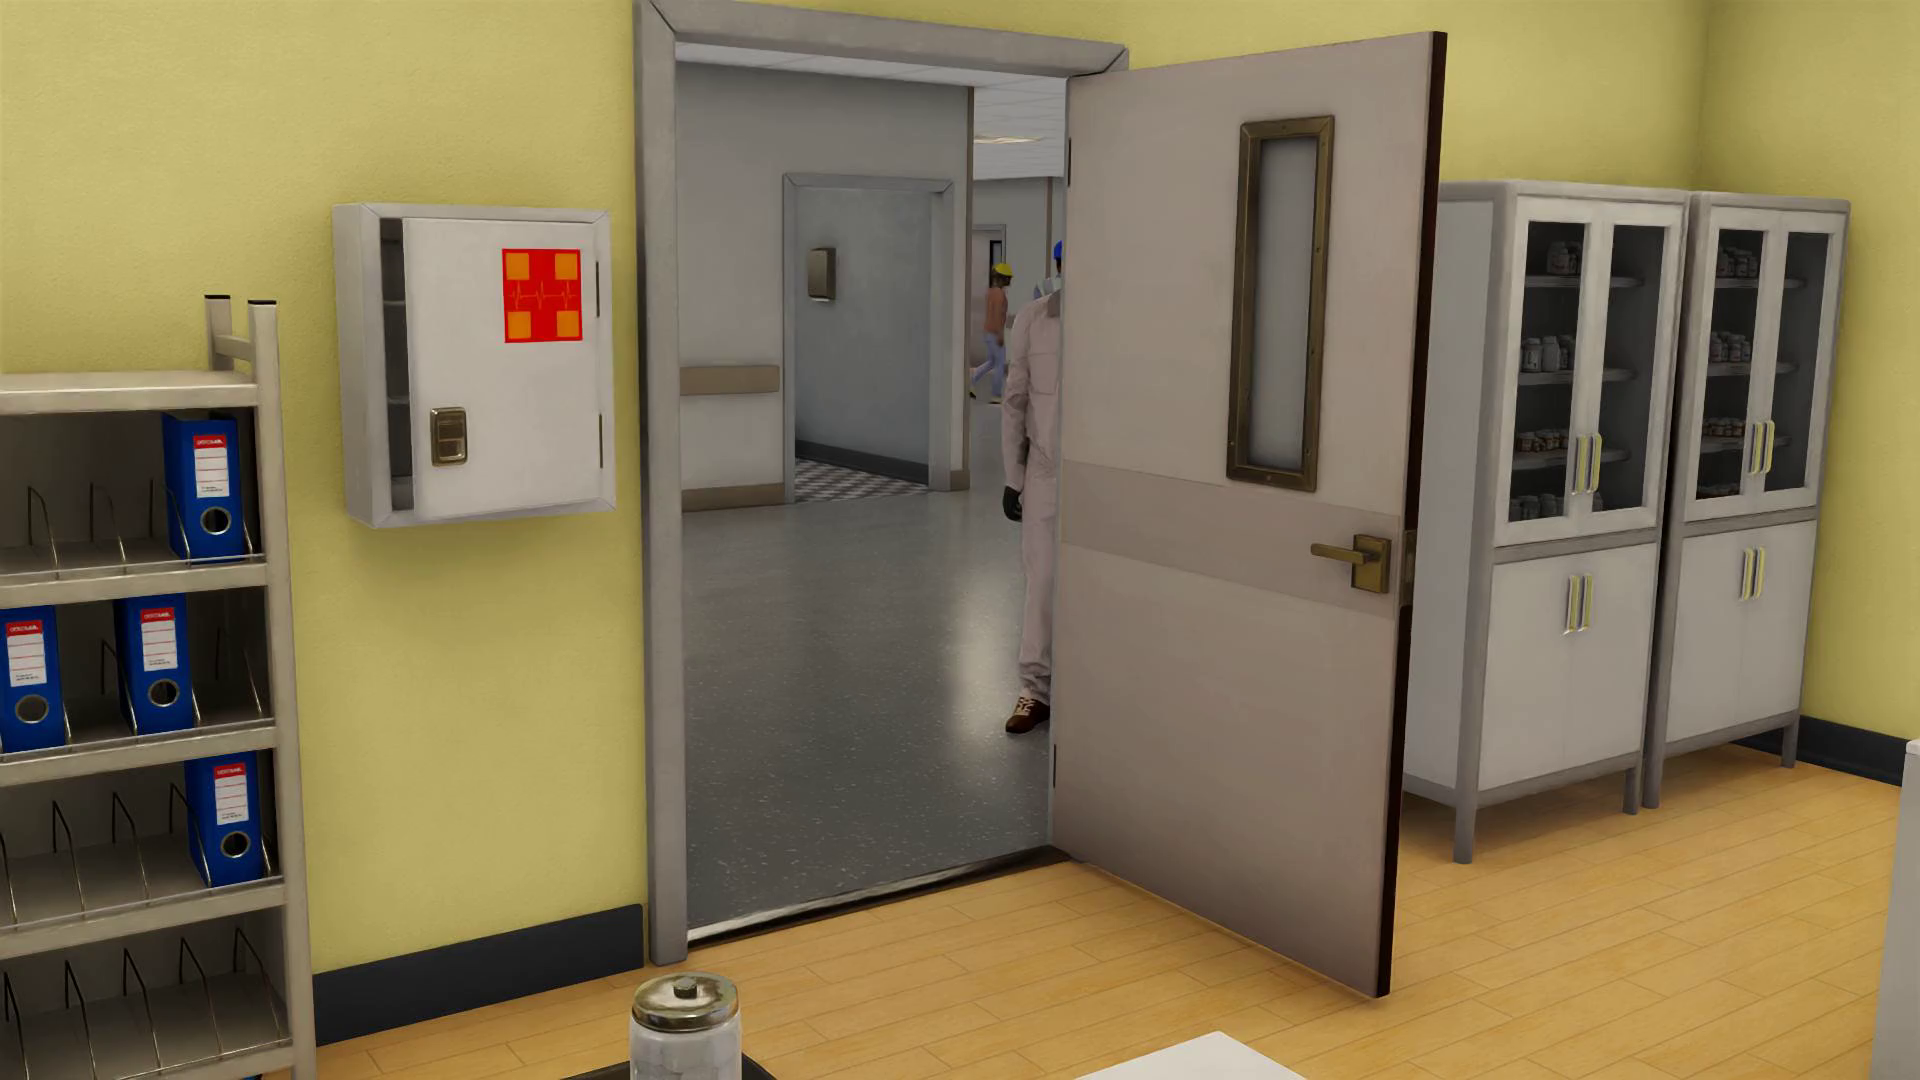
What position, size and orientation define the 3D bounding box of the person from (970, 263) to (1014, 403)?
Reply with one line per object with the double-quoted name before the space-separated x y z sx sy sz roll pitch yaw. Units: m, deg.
"person" 0.374 -2.545 20.496 0.576 1.742 0.558 -2 10 -15
